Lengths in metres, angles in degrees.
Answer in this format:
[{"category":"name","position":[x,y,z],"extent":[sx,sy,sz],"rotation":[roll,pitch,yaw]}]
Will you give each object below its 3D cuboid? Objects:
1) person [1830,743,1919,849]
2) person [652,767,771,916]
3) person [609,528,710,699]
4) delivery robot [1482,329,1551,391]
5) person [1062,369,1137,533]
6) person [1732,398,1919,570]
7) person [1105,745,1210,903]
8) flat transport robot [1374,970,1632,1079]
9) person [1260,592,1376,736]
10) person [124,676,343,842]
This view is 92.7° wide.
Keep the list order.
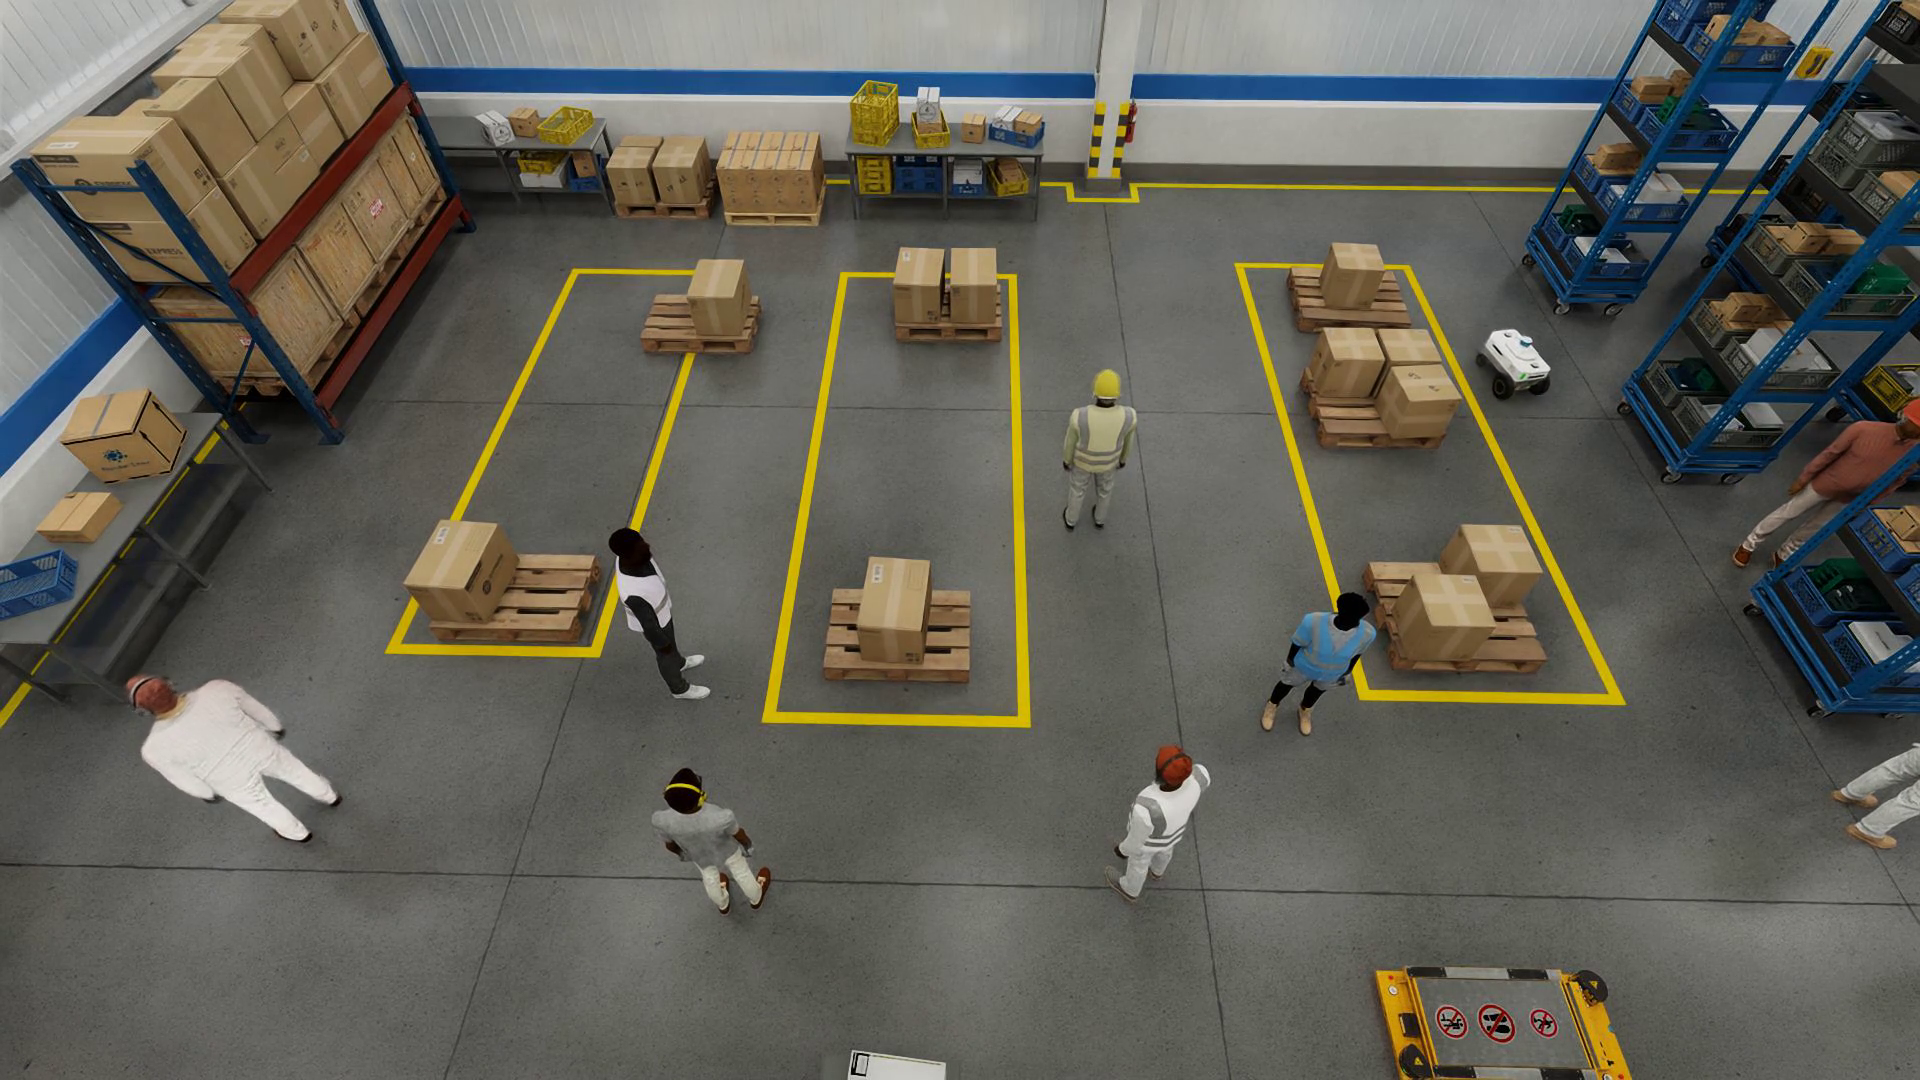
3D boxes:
[{"category":"person","position":[6.802,1.516,6.229],"extent":[0.428,1.837,0.631],"rotation":[11,52,9]},{"category":"person","position":[-1.576,1.954,5.857],"extent":[0.515,1.861,0.328],"rotation":[-5,51,-4]},{"category":"person","position":[-2.312,0.567,6.949],"extent":[0.392,1.922,0.591],"rotation":[-13,52,-11]},{"category":"delivery robot","position":[5.966,-1.957,9.823],"extent":[0.477,0.478,0.707],"rotation":[-8,51,-6]},{"category":"person","position":[1.195,-0.747,8.084],"extent":[0.598,1.826,0.403],"rotation":[-2,51,-2]},{"category":"person","position":[7.408,-0.432,7.715],"extent":[0.620,1.997,0.372],"rotation":[21,54,16]},{"category":"person","position":[1.258,1.851,5.925],"extent":[0.585,1.882,0.337],"rotation":[-29,56,-21]},{"category":"flat transport robot","position":[3.501,3.133,5.914],"extent":[1.431,0.197,0.652],"rotation":[1,51,1]},{"category":"person","position":[2.658,0.927,6.798],"extent":[0.533,1.697,0.318],"rotation":[7,51,6]},{"category":"person","position":[-4.923,1.477,6.225],"extent":[0.397,1.900,0.654],"rotation":[16,53,13]}]
